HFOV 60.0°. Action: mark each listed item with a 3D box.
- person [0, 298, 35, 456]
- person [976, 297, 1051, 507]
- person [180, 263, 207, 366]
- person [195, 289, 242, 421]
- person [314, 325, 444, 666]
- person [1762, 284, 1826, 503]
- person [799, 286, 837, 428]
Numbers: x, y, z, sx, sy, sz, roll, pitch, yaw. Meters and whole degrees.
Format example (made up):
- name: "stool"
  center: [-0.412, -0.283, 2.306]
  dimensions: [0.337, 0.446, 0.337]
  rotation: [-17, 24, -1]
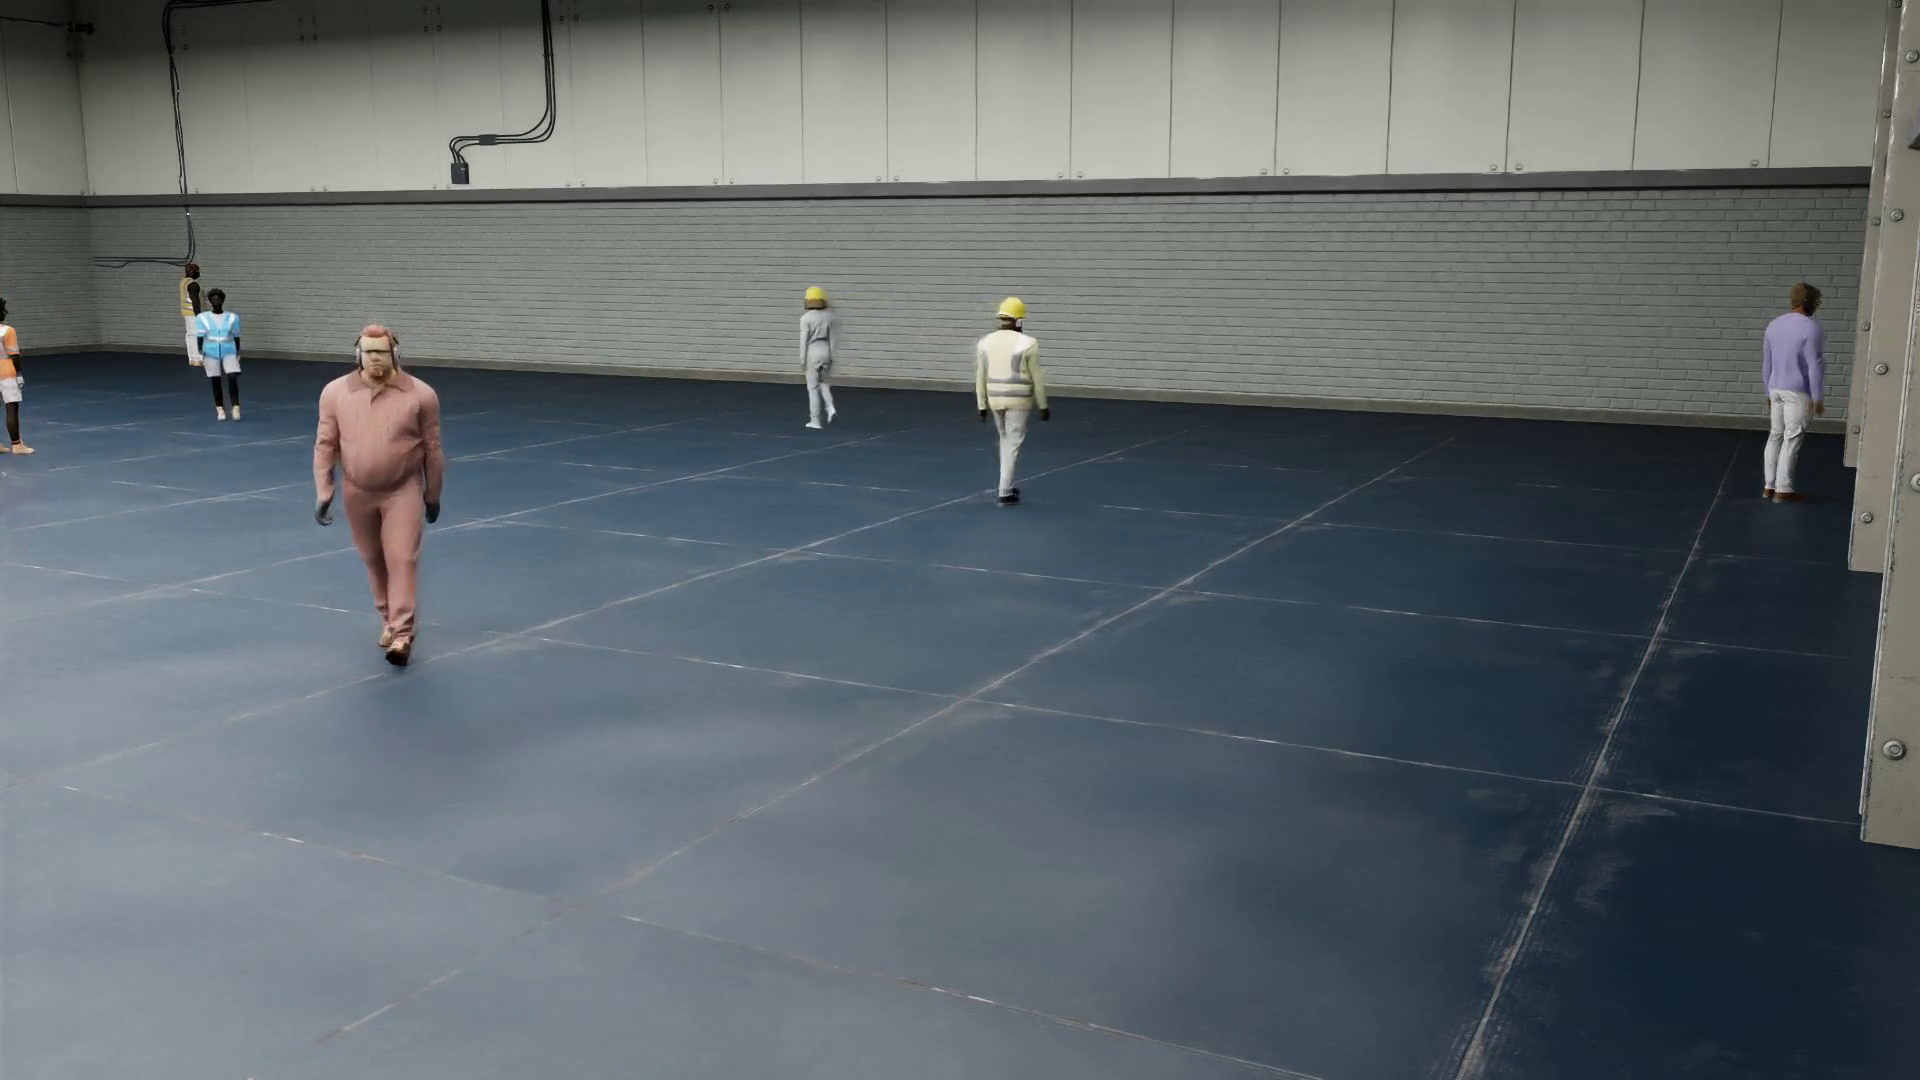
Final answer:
- name: "person"
  center: [-10.245, -1.742, 17.781]
  dimensions: [0.532, 1.697, 0.319]
  rotation: [3, 11, 13]
- name: "person"
  center: [0.508, -1.210, 14.583]
  dimensions: [0.599, 1.808, 0.696]
  rotation: [8, 13, 36]
- name: "person"
  center: [-13.852, -4.073, 30.099]
  dimensions: [0.430, 1.845, 0.624]
  rotation: [-8, 13, -38]
- name: "person"
  center: [-9.355, -2.324, 21.024]
  dimensions: [0.542, 1.673, 0.706]
  rotation: [-5, 12, -25]
- name: "person"
  center: [-3.222, -0.249, 9.220]
  dimensions: [0.646, 1.854, 1.001]
  rotation: [-1, 10, -6]
- name: "person"
  center: [7.355, -1.284, 14.728]
  dimensions: [0.478, 1.938, 0.669]
  rotation: [-2, 11, -12]
- name: "person"
  center: [-1.750, -2.227, 20.306]
  dimensions: [0.503, 1.731, 0.379]
  rotation: [-8, 13, -39]
